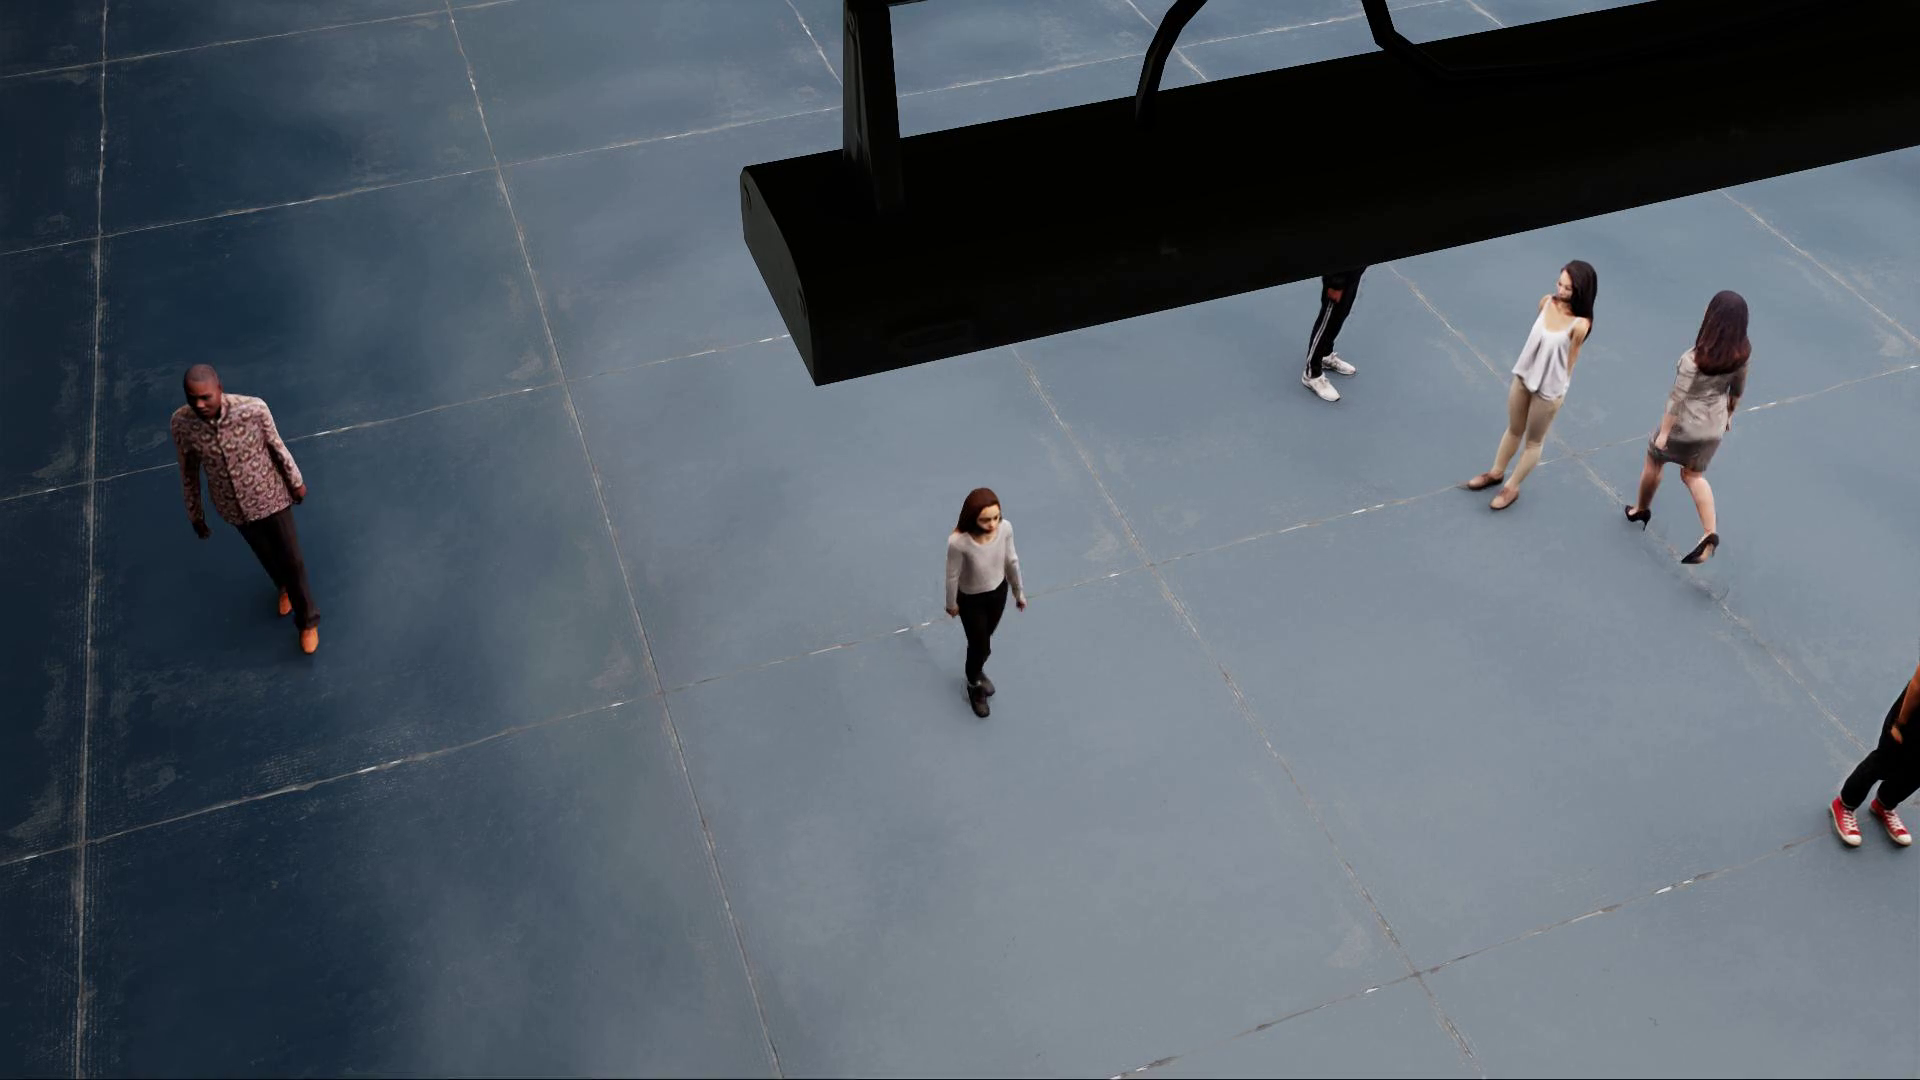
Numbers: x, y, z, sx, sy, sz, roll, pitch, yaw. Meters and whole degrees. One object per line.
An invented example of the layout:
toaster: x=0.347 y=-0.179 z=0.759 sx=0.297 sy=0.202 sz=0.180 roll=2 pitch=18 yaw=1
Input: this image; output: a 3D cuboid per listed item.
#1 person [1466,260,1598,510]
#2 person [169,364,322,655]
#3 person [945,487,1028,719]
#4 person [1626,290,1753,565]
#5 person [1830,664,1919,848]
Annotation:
person: x=3.482 y=-0.940 z=9.949 sx=0.606 sy=1.650 sz=0.614 roll=6 pitch=43 yaw=6
person: x=-3.895 y=-0.296 z=9.163 sx=0.836 sy=1.781 sz=1.021 roll=-7 pitch=44 yaw=-8
person: x=0.076 y=0.249 z=8.805 sx=0.620 sy=1.474 sz=0.645 roll=-26 pitch=49 yaw=-25
person: x=4.230 y=-0.577 z=9.515 sx=0.731 sy=1.712 sz=1.055 roll=-11 pitch=44 yaw=-11
person: x=4.673 y=0.836 z=7.973 sx=0.684 sy=1.752 sz=0.661 roll=-1 pitch=43 yaw=-1
